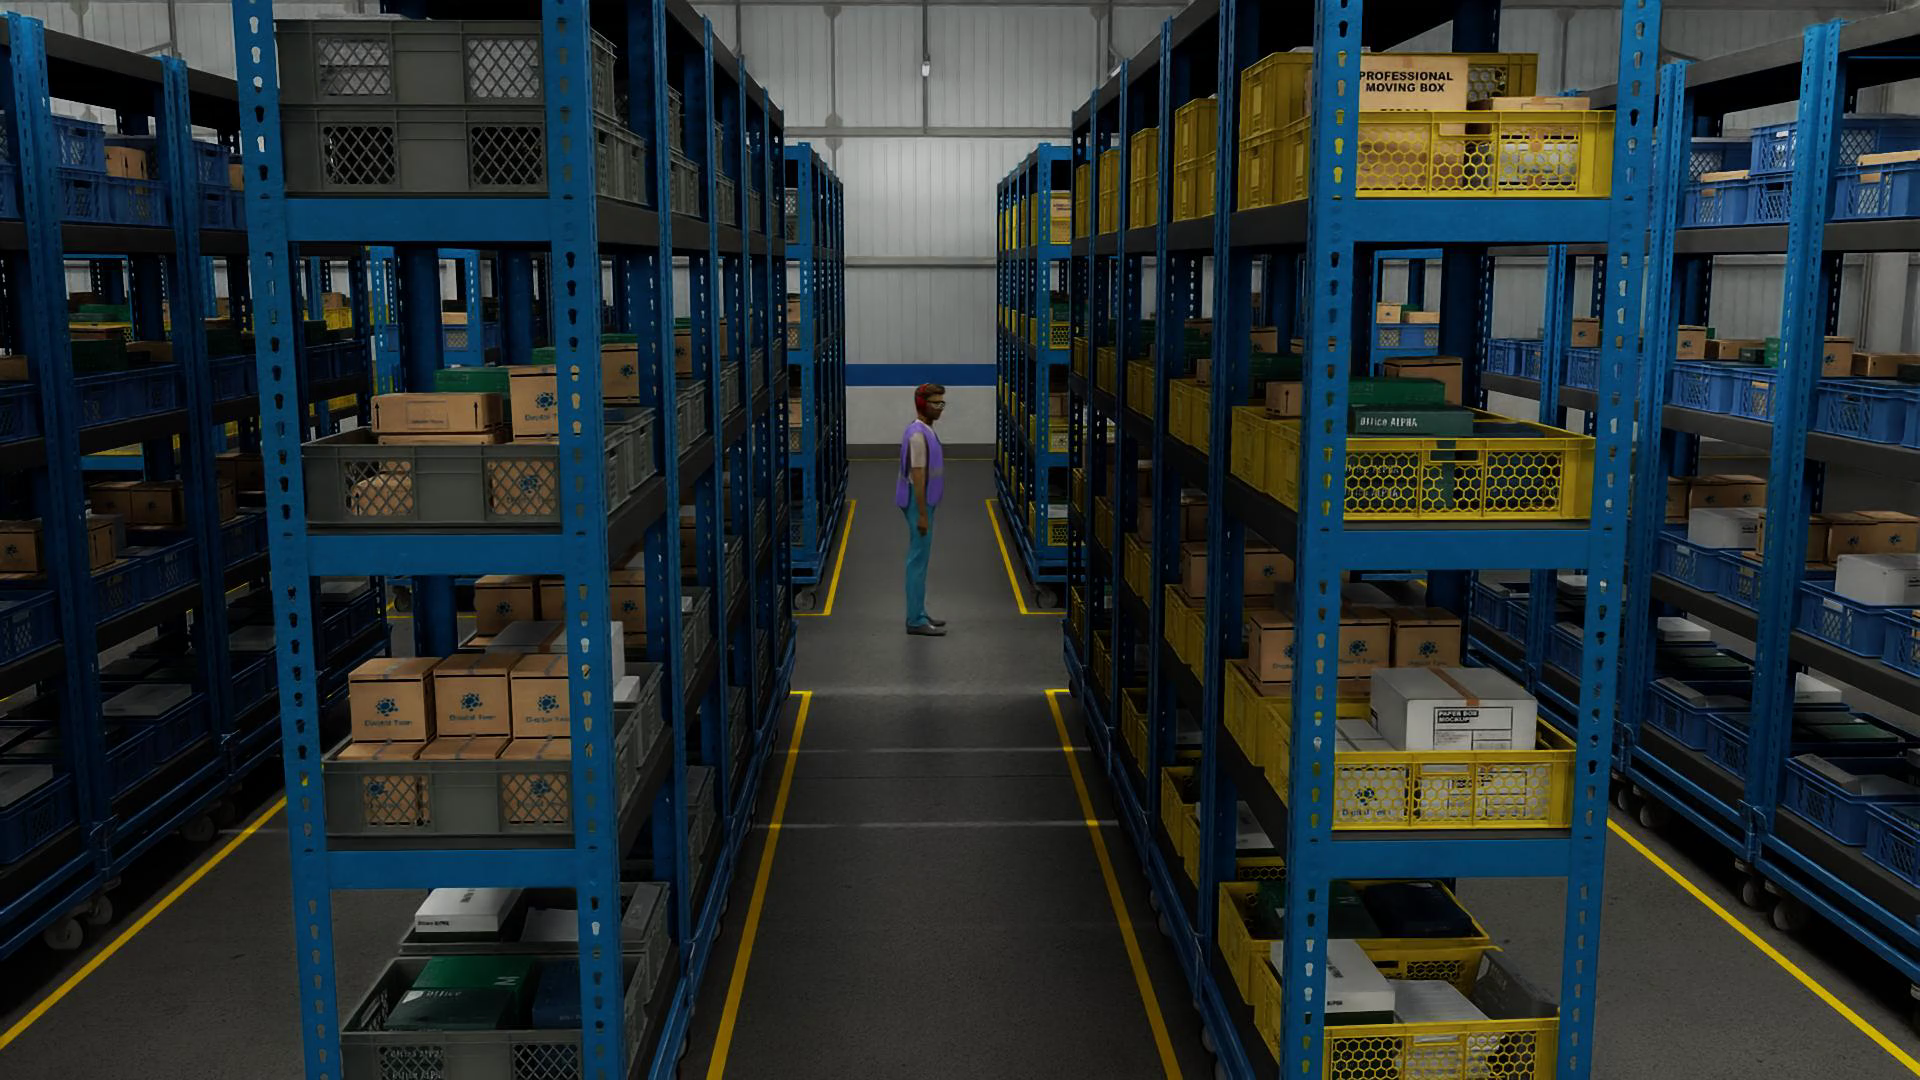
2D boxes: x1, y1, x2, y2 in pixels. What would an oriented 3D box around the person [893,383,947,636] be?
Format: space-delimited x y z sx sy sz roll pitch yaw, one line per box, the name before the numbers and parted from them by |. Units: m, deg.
person | -0.285 -0.230 12.194 0.395 1.841 0.564 0 9 2
